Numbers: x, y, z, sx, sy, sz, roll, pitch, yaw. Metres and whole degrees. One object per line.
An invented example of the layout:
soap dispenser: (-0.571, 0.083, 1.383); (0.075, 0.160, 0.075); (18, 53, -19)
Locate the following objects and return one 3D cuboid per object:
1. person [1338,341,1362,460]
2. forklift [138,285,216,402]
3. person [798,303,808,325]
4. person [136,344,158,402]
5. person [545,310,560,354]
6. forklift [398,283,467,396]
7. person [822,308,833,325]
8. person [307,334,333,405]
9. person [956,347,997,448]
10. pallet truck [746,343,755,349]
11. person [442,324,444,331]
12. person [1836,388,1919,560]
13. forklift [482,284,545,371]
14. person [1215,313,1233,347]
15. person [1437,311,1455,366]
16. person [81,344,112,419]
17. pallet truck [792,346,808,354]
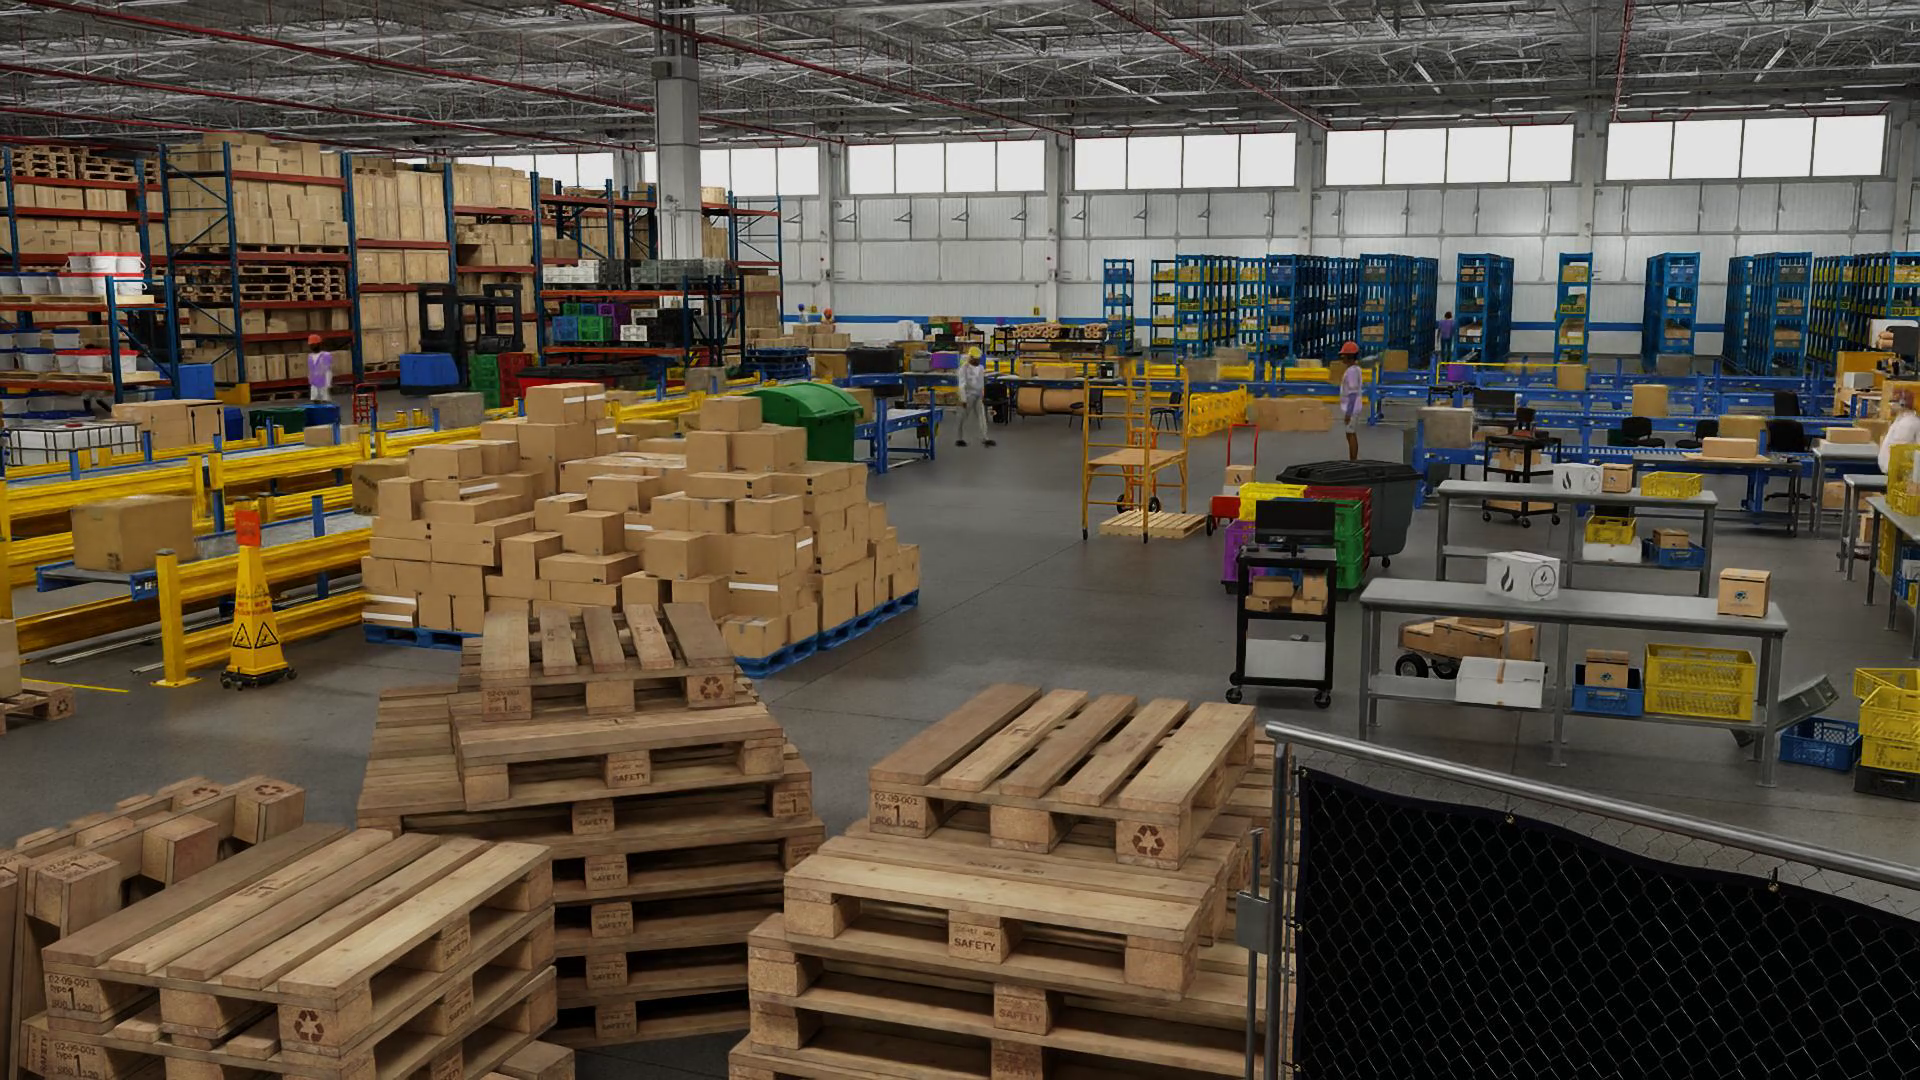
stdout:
person: (5.843, -1.956, 24.988); (0.385, 2.045, 0.605); (3, 9, 17)
forklift: (-17.480, -4.200, 36.461); (1.873, 2.768, 1.129); (3, 10, 19)
person: (-6.148, -8.421, 65.956); (0.608, 1.924, 0.646); (3, 9, 17)
person: (-16.660, -3.195, 34.053); (0.272, 1.631, 0.507); (4, 10, 24)
person: (-14.501, -7.261, 59.036); (0.599, 1.811, 0.629); (3, 9, 16)
forklift: (-13.120, -5.035, 41.704); (1.129, 2.768, 1.873); (3, 10, 20)
person: (-4.142, -6.254, 52.127); (0.382, 1.993, 0.622); (0, 9, 2)
person: (-12.255, -2.998, 31.923); (0.559, 1.917, 0.553); (3, 10, 19)
person: (0.236, -2.501, 29.233); (0.615, 1.778, 0.936); (-7, 11, -38)
pallet truck: (-6.183, -4.618, 44.264); (1.601, 1.201, 0.680); (-9, 12, -43)
person: (-13.619, -4.884, 44.274); (0.327, 1.760, 0.524); (7, 11, 35)
person: (9.874, -0.659, 17.453); (0.990, 1.860, 0.654); (4, 10, 26)
forklift: (-10.832, -4.702, 39.610); (1.129, 2.768, 1.873); (3, 10, 20)
person: (8.734, -6.614, 55.014); (0.617, 1.790, 0.871); (1, 9, 9)
person: (16.372, -6.782, 56.014); (0.596, 1.812, 0.779); (3, 9, 16)
person: (-17.293, -3.092, 33.257); (0.585, 1.675, 0.542); (4, 10, 23)
pallet truck: (-3.705, -4.298, 42.022); (0.653, 1.274, 1.630); (3, 10, 20)
